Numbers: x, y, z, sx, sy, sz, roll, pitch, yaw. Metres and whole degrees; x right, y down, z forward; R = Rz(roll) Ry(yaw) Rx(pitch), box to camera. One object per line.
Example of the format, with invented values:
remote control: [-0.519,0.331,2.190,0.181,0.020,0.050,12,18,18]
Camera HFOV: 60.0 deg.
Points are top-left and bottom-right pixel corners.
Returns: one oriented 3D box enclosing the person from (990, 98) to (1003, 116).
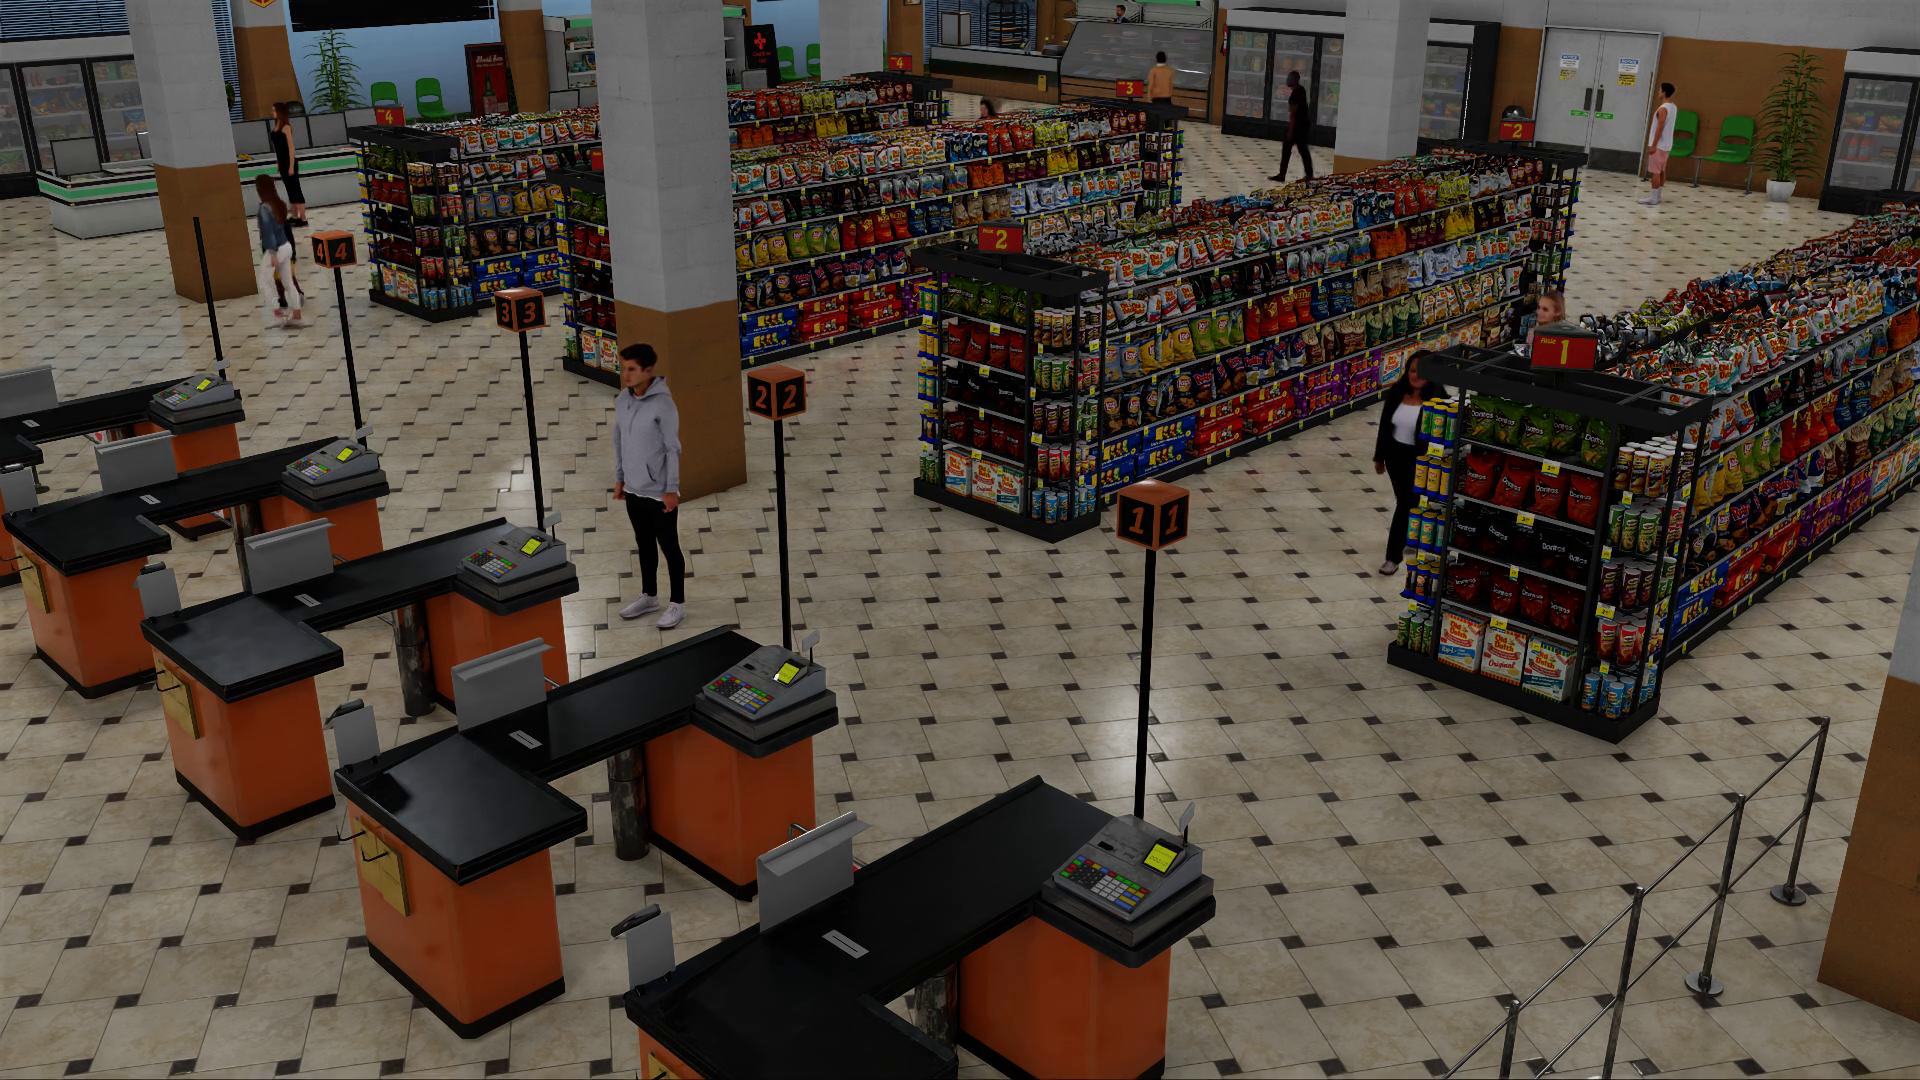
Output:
person: [0.541,-6.598,27.291,0.643,1.280,0.588,-1,22,-3]

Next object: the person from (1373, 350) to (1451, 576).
person: [3.261,-0.588,11.939,0.754,1.575,1.159,15,26,33]

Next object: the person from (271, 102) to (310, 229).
person: [-9.456,-5.286,23.427,0.508,1.726,0.566,-19,29,-39]

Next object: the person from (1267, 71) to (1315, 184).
person: [5.459,-6.530,26.466,1.078,1.769,1.055,5,22,12]

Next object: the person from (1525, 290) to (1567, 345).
person: [4.531,-1.032,12.718,0.661,1.817,0.636,-15,26,-33]

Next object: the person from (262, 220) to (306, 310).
person: [-7.741,-3.255,18.996,0.633,1.262,0.663,16,27,35]

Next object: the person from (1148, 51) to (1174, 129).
person: [3.607,-7.769,29.626,1.191,1.712,1.137,-4,22,-10]

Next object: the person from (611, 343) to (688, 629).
person: [-2.025,-0.373,10.930,0.737,1.928,0.665,13,25,29]

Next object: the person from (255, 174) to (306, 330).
person: [-7.336,-3.115,18.076,0.801,1.687,0.723,4,22,9]

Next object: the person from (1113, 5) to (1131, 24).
person: [3.711,-11.417,38.496,0.547,1.866,0.625,-20,30,-41]

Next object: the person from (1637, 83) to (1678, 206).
person: [10.553,-5.957,25.013,0.690,1.788,0.501,20,29,40]
